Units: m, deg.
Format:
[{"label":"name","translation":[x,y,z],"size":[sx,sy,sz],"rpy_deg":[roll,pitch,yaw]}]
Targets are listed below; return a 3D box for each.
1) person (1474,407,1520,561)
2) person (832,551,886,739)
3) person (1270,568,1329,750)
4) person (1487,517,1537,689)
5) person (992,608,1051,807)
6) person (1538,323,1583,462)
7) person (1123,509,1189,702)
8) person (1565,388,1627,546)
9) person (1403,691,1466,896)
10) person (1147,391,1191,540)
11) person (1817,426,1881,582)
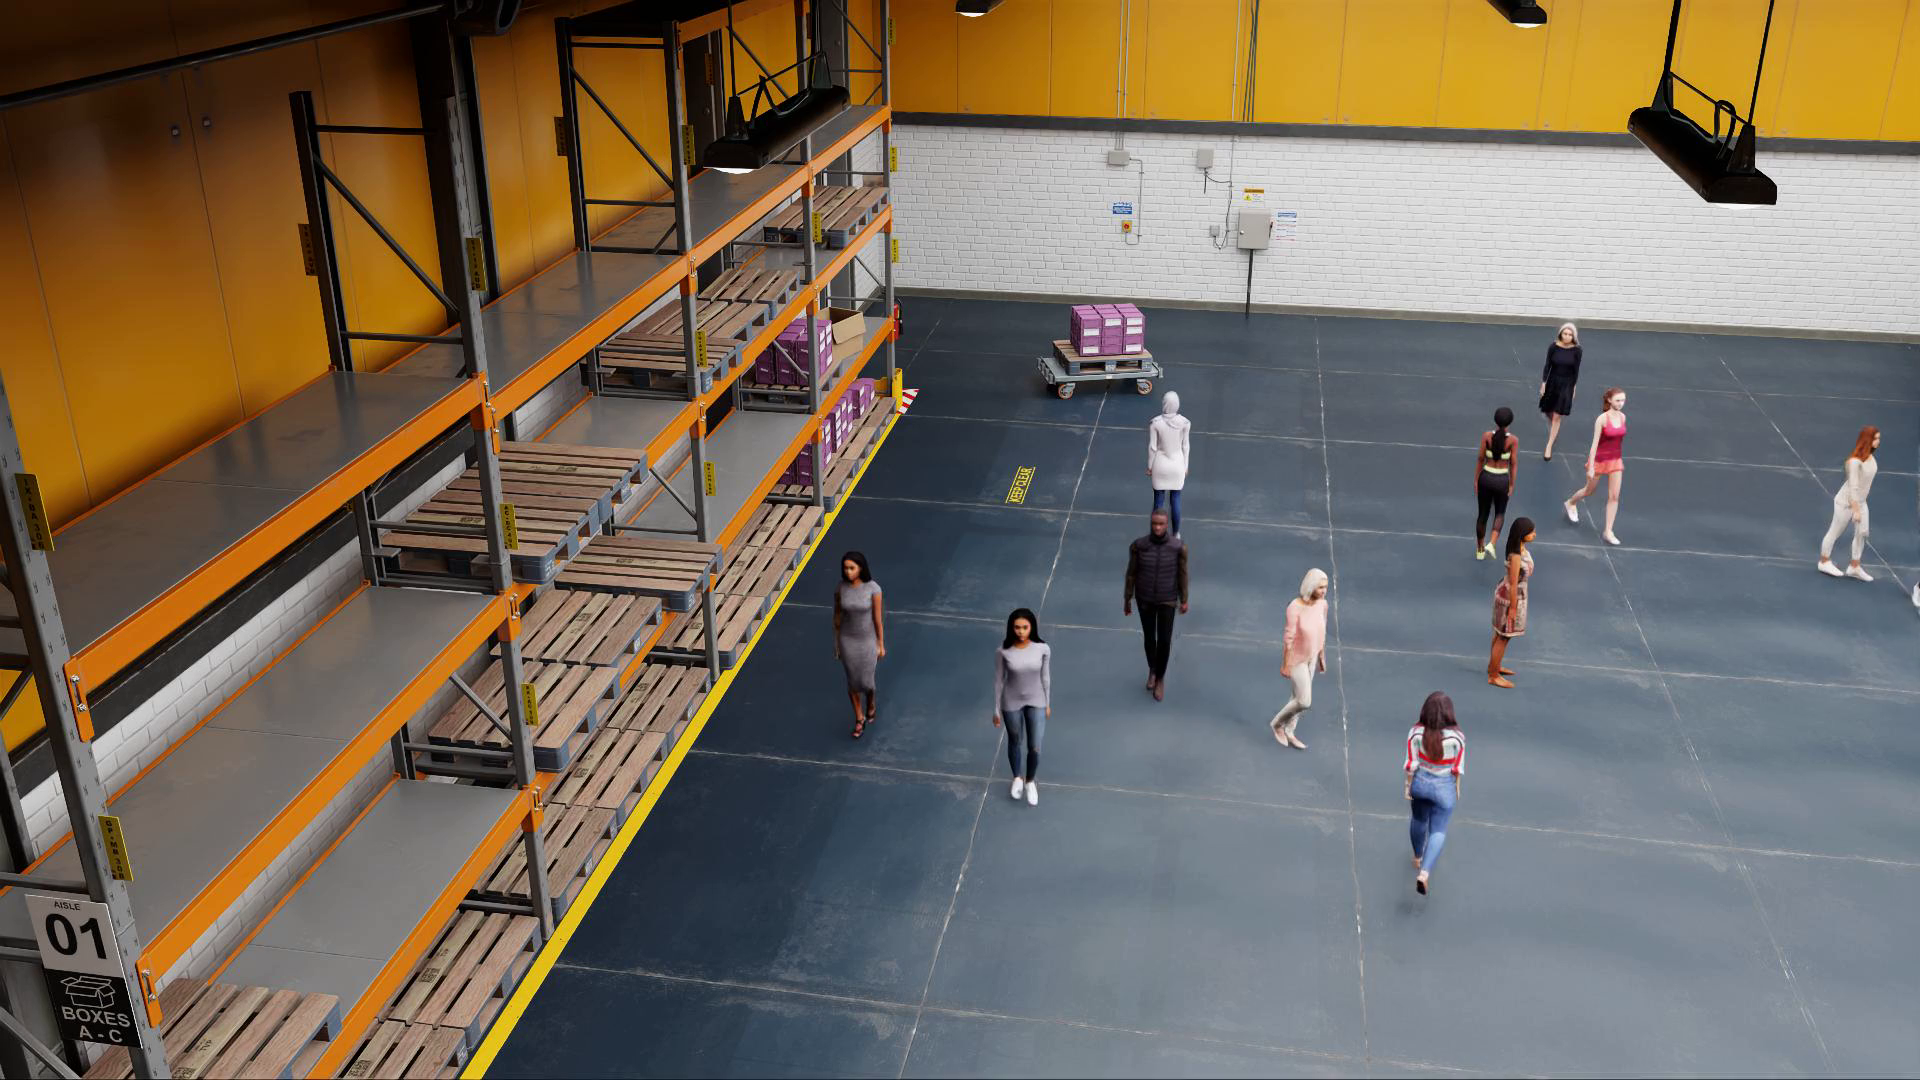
[{"label":"person","translation":[5.728,-0.560,17.877],"size":[0.653,1.741,0.789],"rpy_deg":[9,25,20]},{"label":"person","translation":[-0.863,0.892,14.526],"size":[0.597,1.765,0.647],"rpy_deg":[4,24,10]},{"label":"person","translation":[2.891,0.992,14.364],"size":[0.724,1.712,0.793],"rpy_deg":[-17,29,-34]},{"label":"person","translation":[5.114,0.551,15.458],"size":[0.736,1.644,0.505],"rpy_deg":[7,25,16]},{"label":"person","translation":[0.511,1.312,13.621],"size":[0.672,1.721,0.672],"rpy_deg":[0,24,0]},{"label":"person","translation":[7.557,-1.907,20.980],"size":[0.774,1.725,1.101],"rpy_deg":[11,26,23]},{"label":"person","translation":[1.823,0.527,15.288],"size":[0.758,1.823,0.747],"rpy_deg":[6,24,14]},{"label":"person","translation":[7.174,-0.877,18.633],"size":[0.917,1.717,1.210],"rpy_deg":[-6,24,-14]},{"label":"person","translation":[3.526,1.900,12.437],"size":[0.753,1.590,1.046],"rpy_deg":[10,25,21]},{"label":"person","translation":[2.298,-0.790,18.362],"size":[0.635,1.775,0.560],"rpy_deg":[1,24,3]},{"label":"person","translation":[9.347,-0.412,17.598],"size":[0.840,1.694,0.903],"rpy_deg":[-15,28,-31]}]
